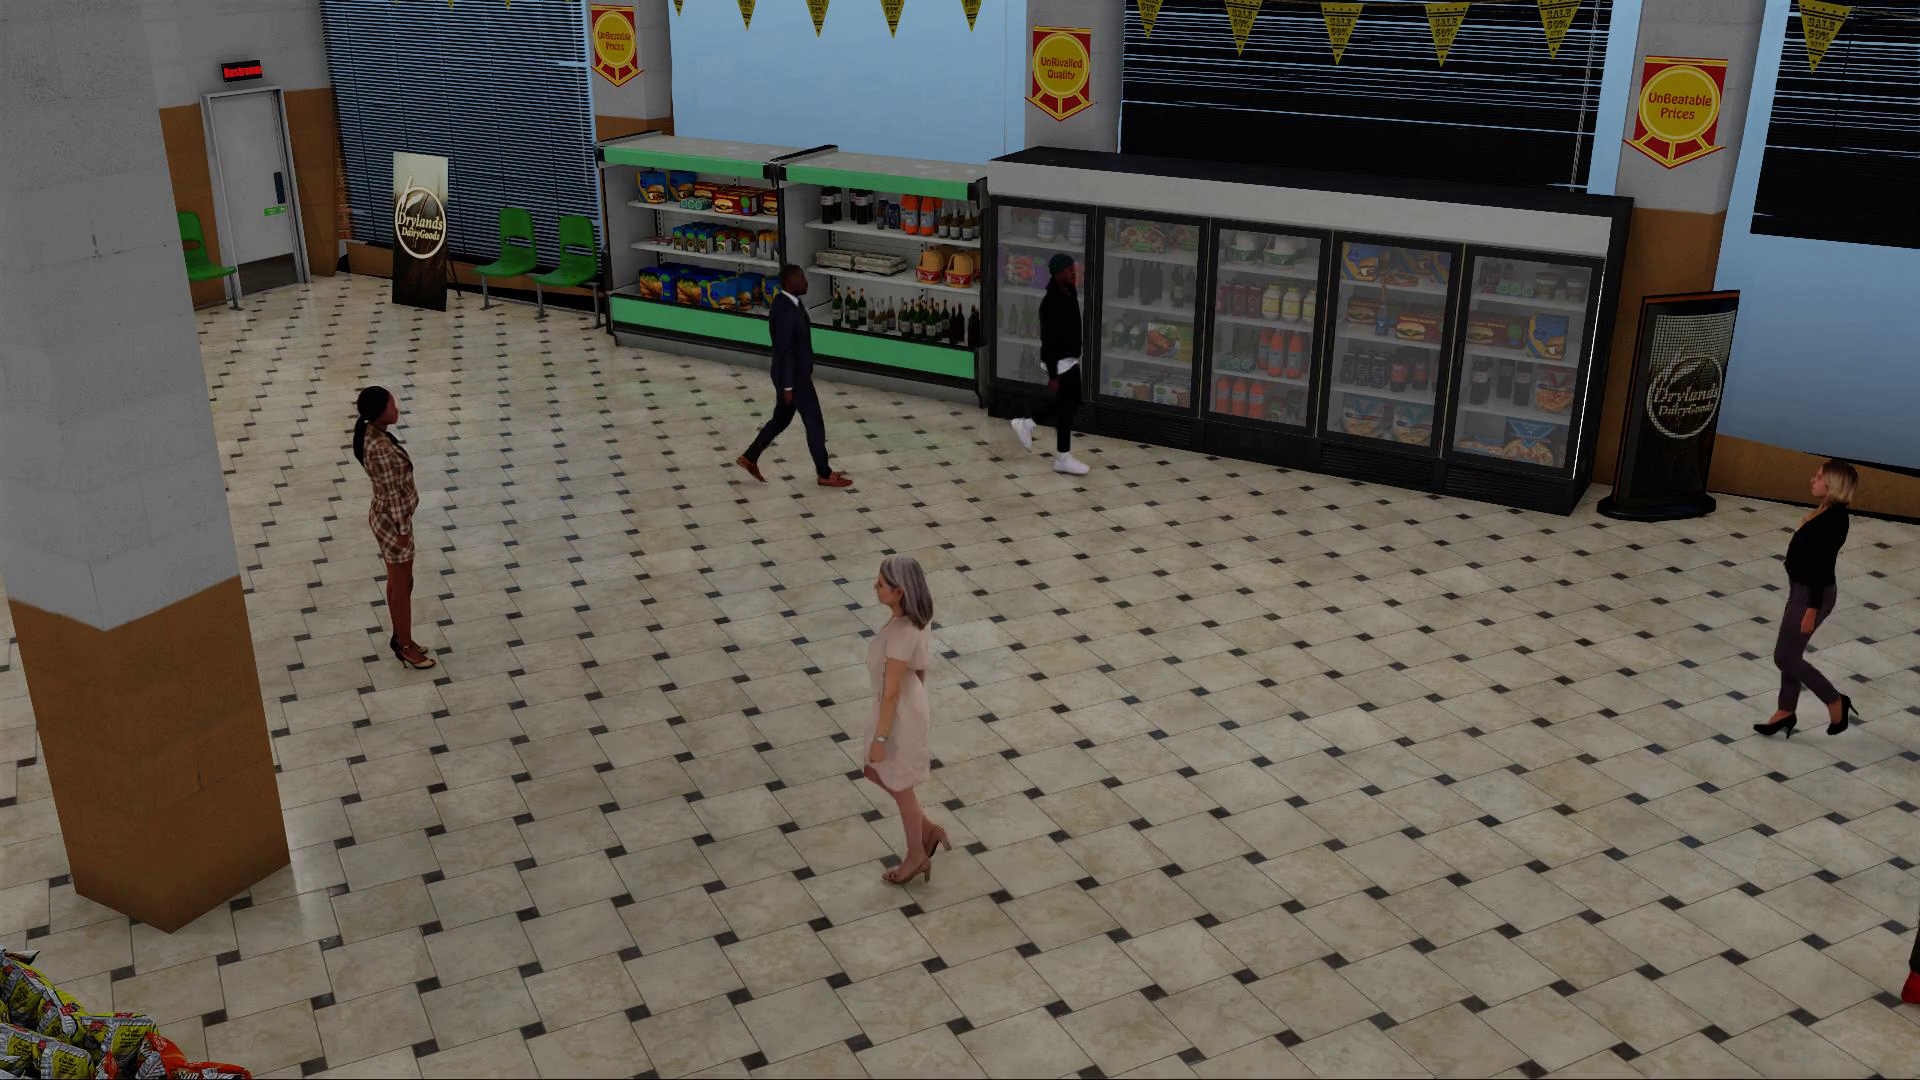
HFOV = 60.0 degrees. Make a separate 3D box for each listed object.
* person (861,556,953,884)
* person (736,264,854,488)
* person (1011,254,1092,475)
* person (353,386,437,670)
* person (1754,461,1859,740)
[{"bbox_3d":[-0.186,0.884,7.800,0.799,1.724,0.744,1,22,2],"label":"person"},{"bbox_3d":[-1.390,-1.268,13.046,1.270,1.805,1.112,-2,22,-5],"label":"person"},{"bbox_3d":[0.750,-1.434,13.465,1.009,1.800,0.759,8,23,20],"label":"person"},{"bbox_3d":[-3.436,-0.072,10.082,0.741,1.795,0.659,-10,24,-22],"label":"person"},{"bbox_3d":[4.752,0.384,9.130,0.753,1.659,0.636,10,24,23],"label":"person"}]
